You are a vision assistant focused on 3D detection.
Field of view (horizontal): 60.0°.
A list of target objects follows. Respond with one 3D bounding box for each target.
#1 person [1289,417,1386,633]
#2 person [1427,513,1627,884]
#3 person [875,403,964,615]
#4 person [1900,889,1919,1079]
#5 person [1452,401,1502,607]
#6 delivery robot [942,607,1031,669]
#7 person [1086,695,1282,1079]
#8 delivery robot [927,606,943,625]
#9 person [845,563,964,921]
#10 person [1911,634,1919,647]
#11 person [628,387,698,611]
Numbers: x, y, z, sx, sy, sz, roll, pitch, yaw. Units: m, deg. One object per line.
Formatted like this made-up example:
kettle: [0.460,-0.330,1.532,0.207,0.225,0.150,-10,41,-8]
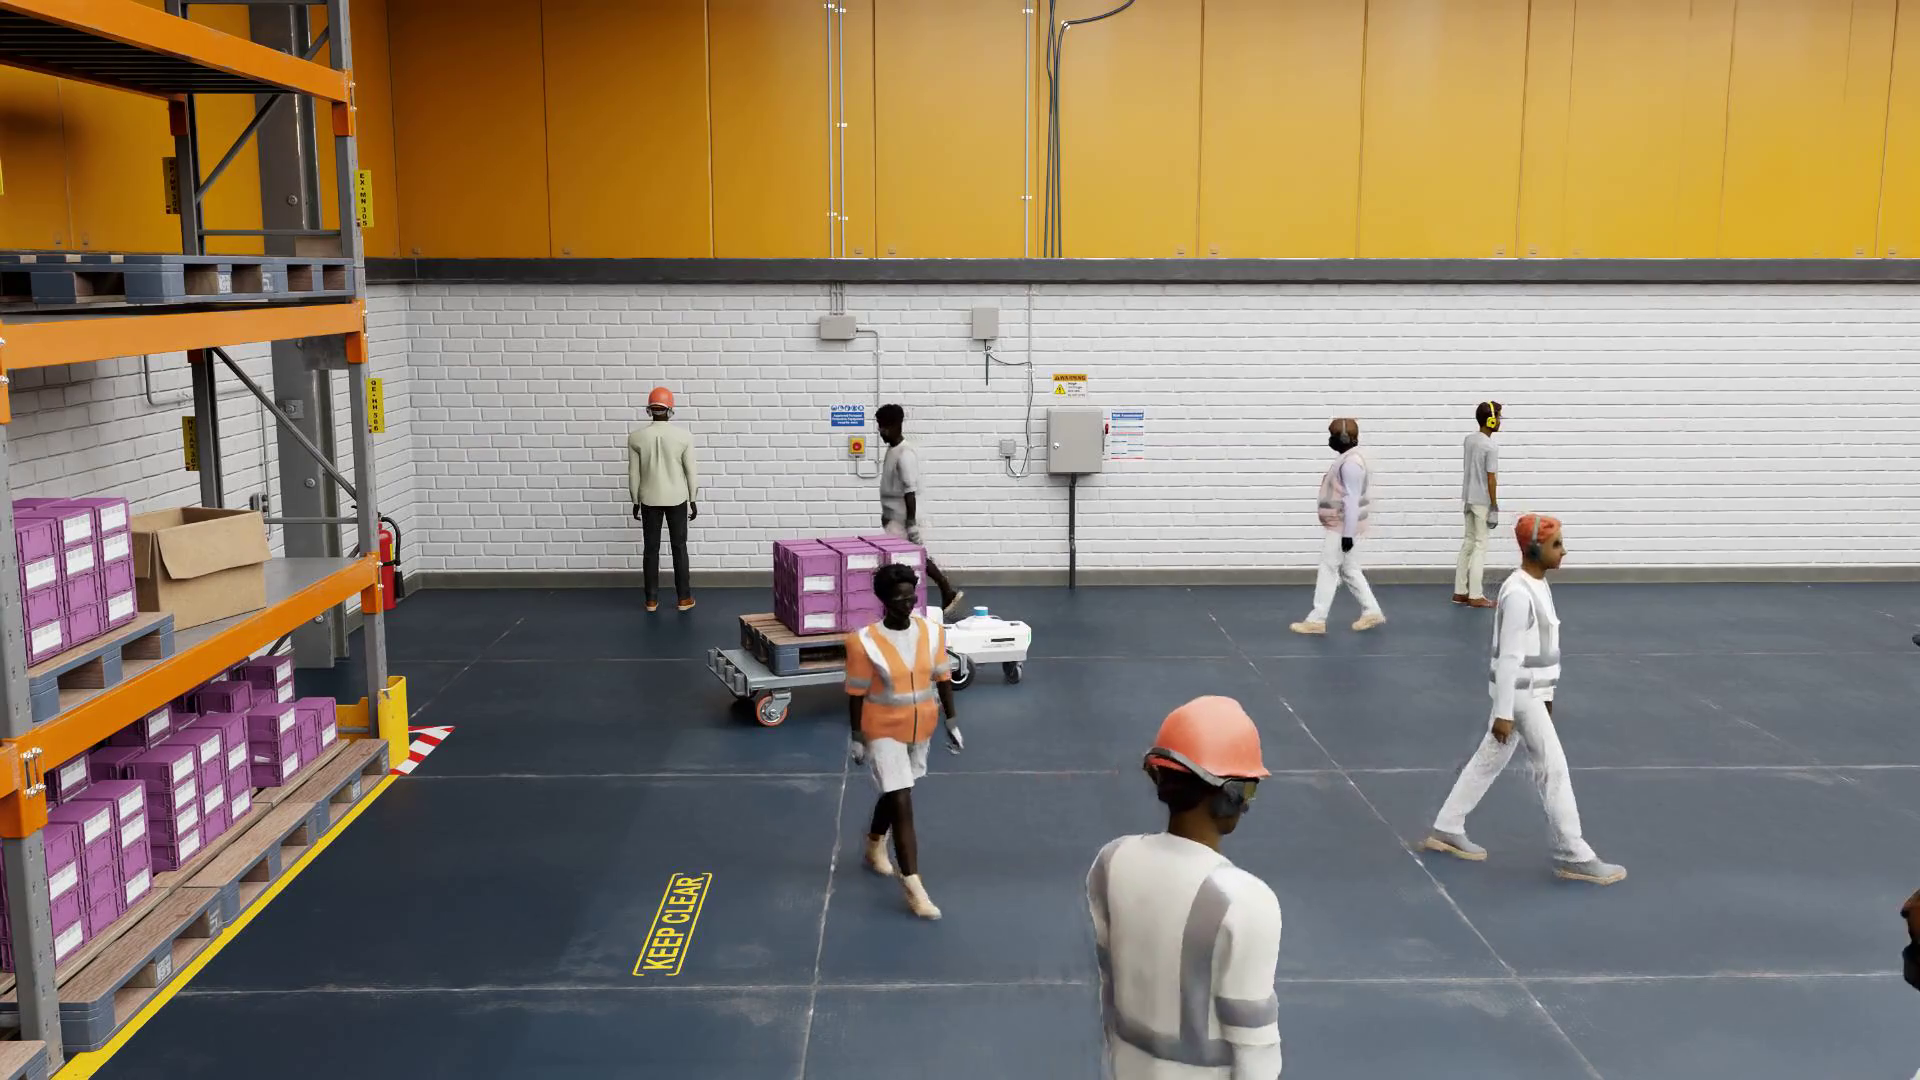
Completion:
person: [3.191,-0.116,13.830,0.776,1.819,0.640,2,9,12]
person: [2.837,0.772,8.347,0.970,1.835,0.591,4,10,23]
person: [-0.424,-0.231,14.230,0.926,1.913,0.700,-1,9,-7]
person: [2.145,1.592,3.380,0.654,1.819,0.564,-7,12,-38]
person: [4.675,-0.316,14.930,0.332,1.866,0.515,-2,10,-13]
delivery robot: [0.155,0.732,12.193,0.707,0.478,0.477,-2,9,-13]
person: [0.567,1.385,4.018,0.516,2.014,0.655,-7,11,-35]
delivery robot: [-0.381,0.663,12.614,0.477,0.478,0.707,3,10,16]
person: [-0.298,0.914,8.028,0.538,1.656,0.866,-6,11,-33]
person: [7.899,-0.008,12.940,0.992,1.881,0.574,-1,9,-6]
person: [-2.627,-0.358,14.763,0.612,1.995,0.378,-1,9,-4]
